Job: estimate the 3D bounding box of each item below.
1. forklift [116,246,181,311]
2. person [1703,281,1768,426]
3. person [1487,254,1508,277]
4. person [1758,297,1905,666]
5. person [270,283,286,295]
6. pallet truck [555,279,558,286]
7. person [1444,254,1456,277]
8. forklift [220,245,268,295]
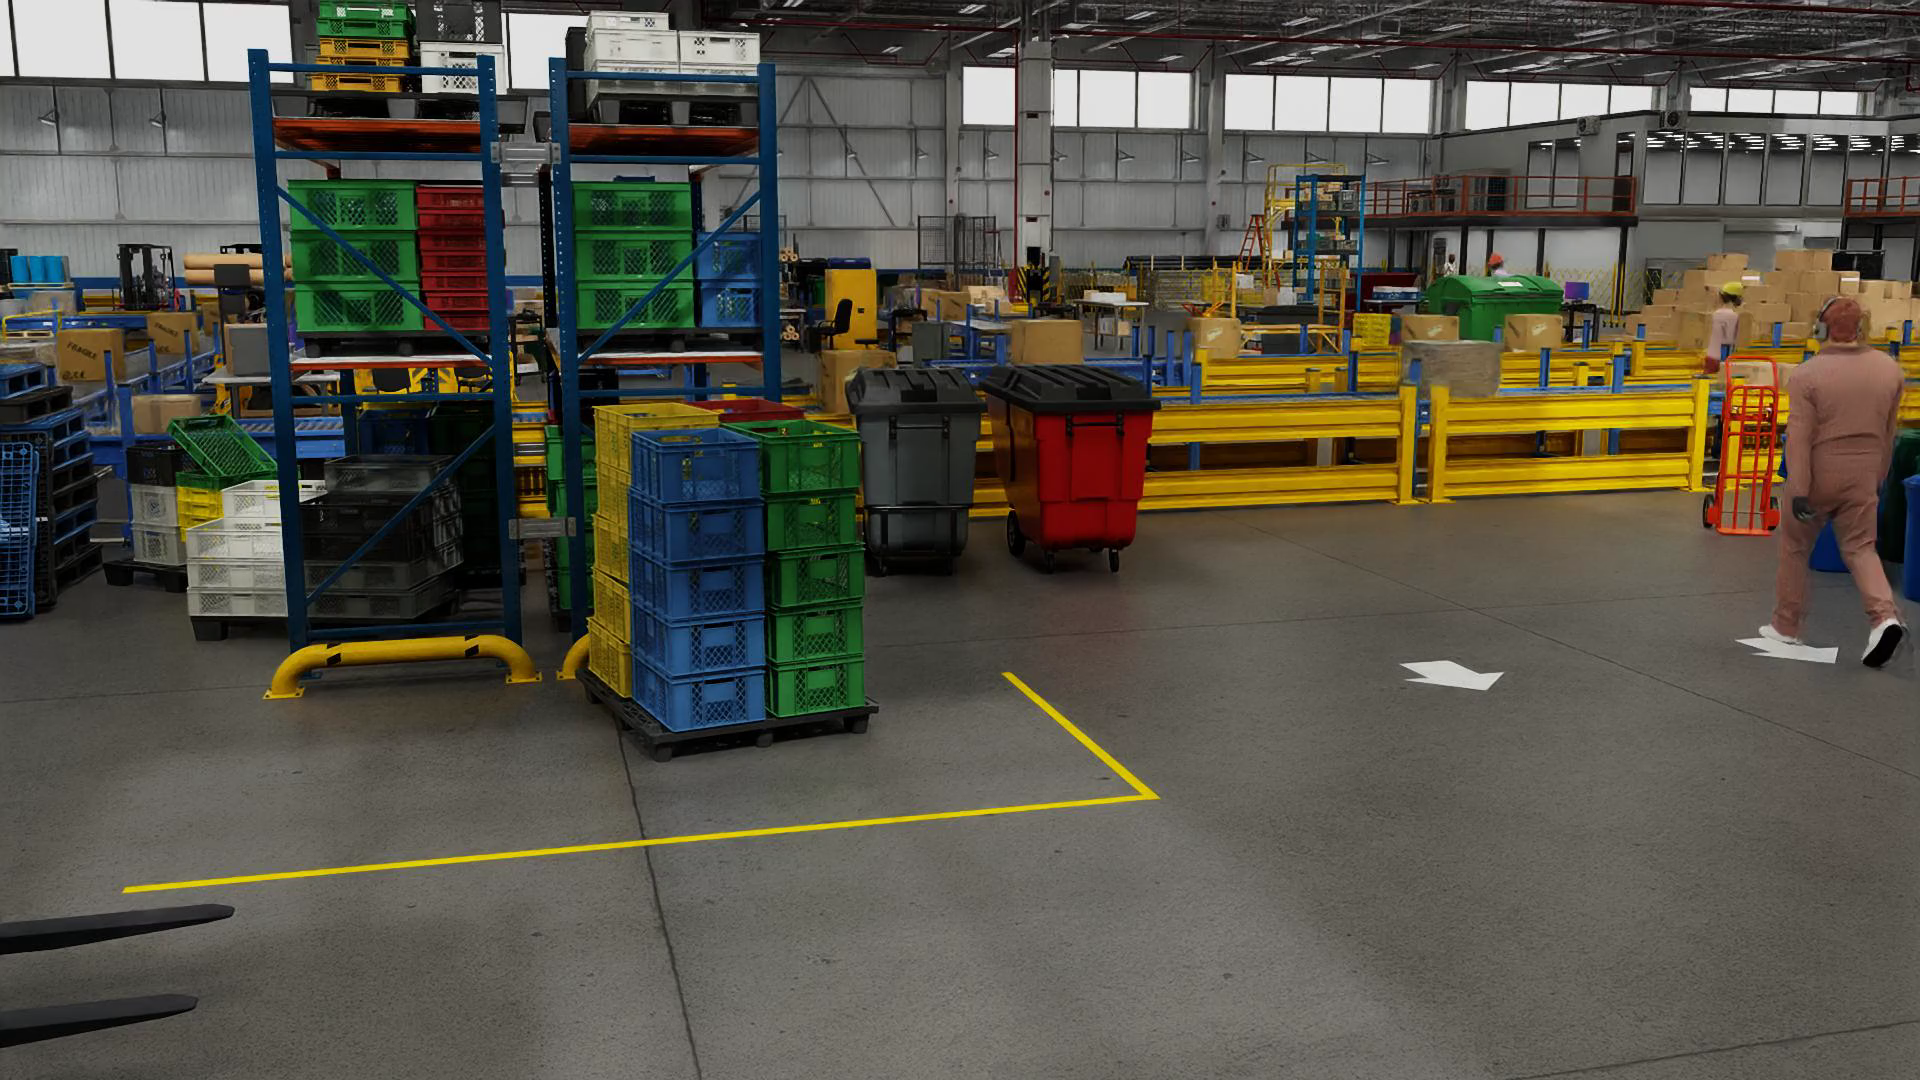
[{"bbox_3d":[-19.966,-6.232,40.894,1.157,1.987,2.680,-3,10,-15],"label":"forklift"},{"bbox_3d":[8.705,-2.044,18.795,0.901,1.723,0.545,-1,10,-6],"label":"person"},{"bbox_3d":[11.599,-5.151,35.733,0.619,1.977,1.087,-9,14,-42],"label":"person"},{"bbox_3d":[4.552,-0.313,8.590,0.639,1.875,0.872,-1,10,-4],"label":"person"},{"bbox_3d":[-15.608,-5.507,37.940,0.661,1.886,0.548,7,12,34],"label":"person"},{"bbox_3d":[-10.604,-6.375,44.520,0.653,1.274,1.630,-3,10,-15],"label":"pallet truck"},{"bbox_3d":[15.878,-8.322,53.901,0.574,1.885,0.356,-8,13,-39],"label":"person"},{"bbox_3d":[-17.749,-6.334,41.440,1.157,1.987,2.680,-3,10,-17],"label":"forklift"}]
